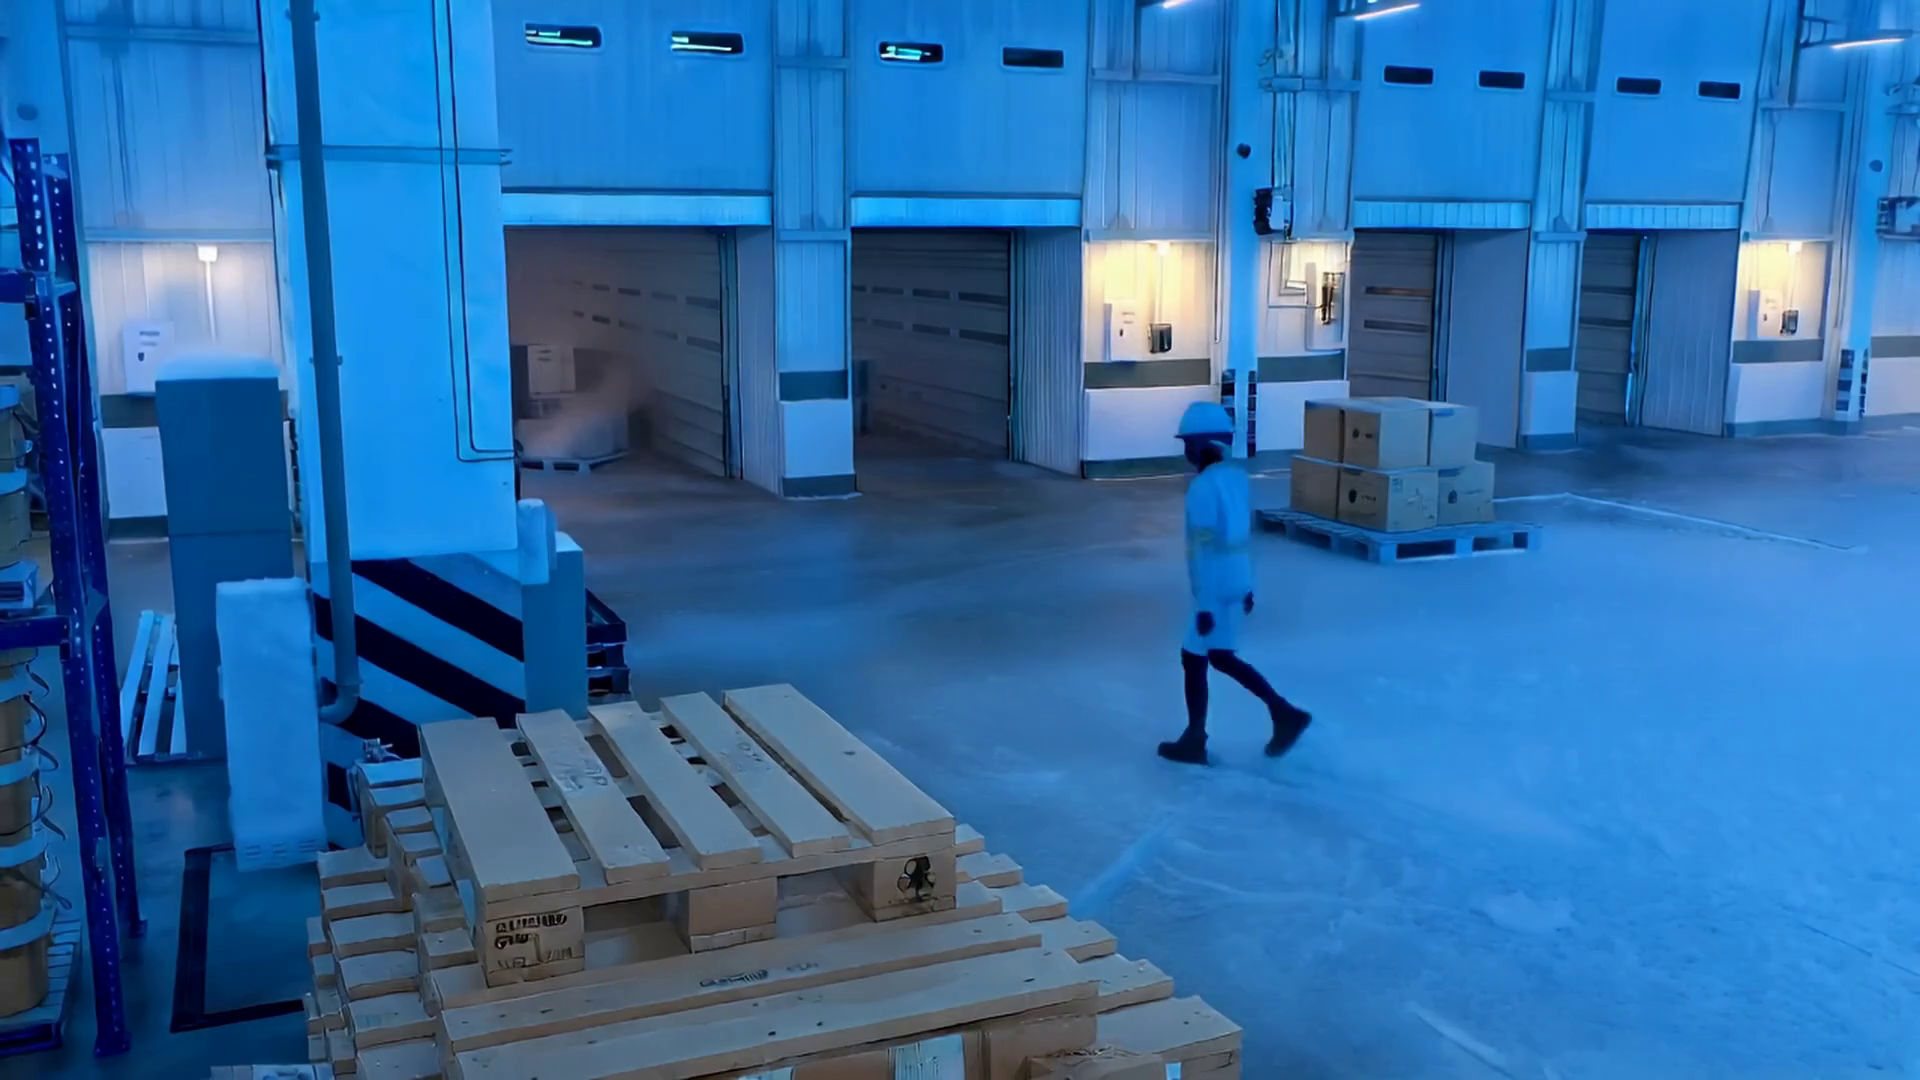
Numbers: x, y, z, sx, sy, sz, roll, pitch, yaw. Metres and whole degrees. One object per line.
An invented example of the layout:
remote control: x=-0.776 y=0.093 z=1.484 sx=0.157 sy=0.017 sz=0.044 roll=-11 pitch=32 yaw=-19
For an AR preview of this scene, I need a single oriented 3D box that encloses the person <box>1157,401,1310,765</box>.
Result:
person: x=1.388 y=0.244 z=8.522 sx=0.701 sy=1.910 sz=0.577 roll=7 pitch=12 yaw=32
